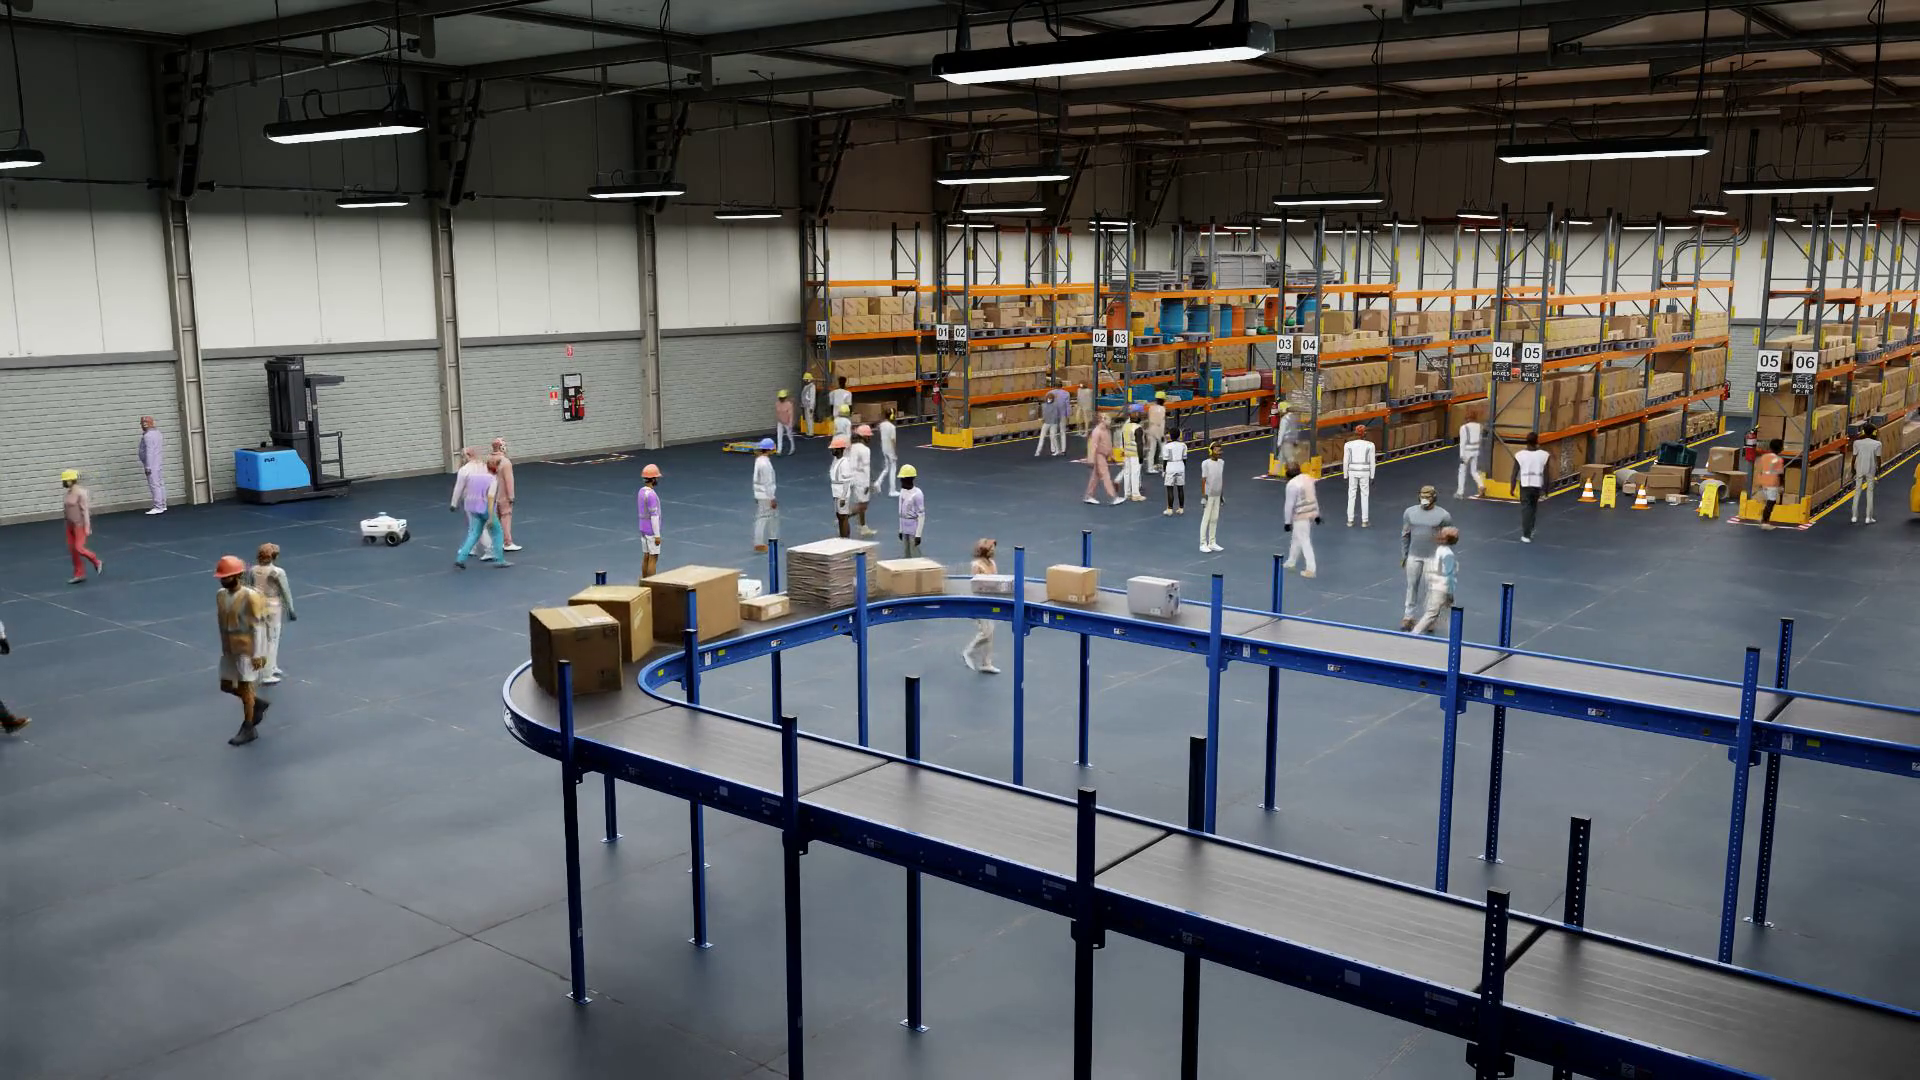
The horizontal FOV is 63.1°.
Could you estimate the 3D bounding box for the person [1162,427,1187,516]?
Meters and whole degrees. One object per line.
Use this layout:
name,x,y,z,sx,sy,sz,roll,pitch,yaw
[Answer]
person,4.124,-1.321,30.121,0.536,1.697,0.322,-4,11,-22

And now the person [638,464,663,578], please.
person,-4.473,-0.137,22.783,0.364,1.935,0.552,-6,12,-30

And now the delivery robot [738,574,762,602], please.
delivery robot,-3.002,0.720,21.704,0.477,0.478,0.707,2,10,9

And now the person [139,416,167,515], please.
person,-15.657,-1.454,30.289,0.401,1.904,0.648,-2,10,-10

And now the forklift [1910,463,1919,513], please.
forklift,19.034,-1.348,28.998,2.313,2.155,1.214,8,13,37

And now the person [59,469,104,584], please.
person,-13.404,-0.223,23.789,0.536,1.748,0.443,5,11,24

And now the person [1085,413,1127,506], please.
person,2.927,-1.615,31.339,0.986,1.846,0.666,4,11,22

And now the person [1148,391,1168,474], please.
person,4.670,-2.475,36.034,0.813,1.897,0.622,-5,11,-27

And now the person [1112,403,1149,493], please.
person,3.569,-1.925,32.923,0.880,1.916,0.623,-3,11,-18

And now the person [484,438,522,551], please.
person,-7.735,-0.774,26.443,0.642,1.913,0.408,7,12,35

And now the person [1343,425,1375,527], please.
person,7.353,-1.182,28.817,0.573,1.883,0.354,4,11,21

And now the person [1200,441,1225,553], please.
person,4.269,-0.731,26.347,0.518,1.860,0.323,-7,12,-36

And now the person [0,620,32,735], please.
person,-10.122,1.049,16.113,1.057,1.934,0.641,1,10,4

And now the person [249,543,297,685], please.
person,-7.983,0.846,18.156,0.529,1.620,0.590,5,11,27

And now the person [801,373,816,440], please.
person,-4.180,-3.698,43.149,0.403,1.829,0.605,-4,11,-22

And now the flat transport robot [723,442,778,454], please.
flat transport robot,-5.364,-2.375,40.186,1.431,0.197,0.652,8,13,37

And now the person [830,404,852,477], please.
person,-2.634,-2.168,34.814,0.491,1.719,0.578,6,12,31

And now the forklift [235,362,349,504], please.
forklift,-13.803,-2.244,32.110,1.129,2.768,1.873,8,13,37

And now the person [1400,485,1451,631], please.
person,6.146,0.231,20.707,0.627,1.941,0.374,5,11,28

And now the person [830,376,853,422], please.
person,-3.050,-3.219,40.080,0.625,1.950,0.486,3,11,18

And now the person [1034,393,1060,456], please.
person,2.223,-2.906,39.306,0.498,1.599,0.630,7,12,34

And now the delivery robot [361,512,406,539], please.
delivery robot,-9.976,-0.234,27.076,0.707,0.478,0.477,0,10,2

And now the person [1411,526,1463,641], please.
person,5.987,0.613,19.511,0.840,1.603,0.532,2,10,10

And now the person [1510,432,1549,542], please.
person,9.961,-0.949,27.459,0.621,1.893,0.789,1,10,4

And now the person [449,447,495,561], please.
person,-7.966,-0.600,25.645,0.957,1.852,0.633,4,11,22

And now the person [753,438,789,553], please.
person,-3.146,-0.750,26.254,0.768,1.922,0.653,-3,11,-17

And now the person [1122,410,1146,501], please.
person,3.572,-1.737,32.058,0.430,1.845,0.621,-5,11,-25

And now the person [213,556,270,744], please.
person,-7.300,1.090,15.935,0.545,1.924,0.547,4,11,20

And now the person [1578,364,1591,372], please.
person,20.336,-5.072,50.926,0.592,1.806,0.741,-6,12,-31

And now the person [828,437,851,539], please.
person,-2.031,-0.769,26.337,0.363,1.939,0.542,-3,11,-19

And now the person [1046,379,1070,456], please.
person,2.466,-3.098,39.447,0.627,1.940,0.372,0,10,-2

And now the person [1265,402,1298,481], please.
person,7.210,-2.200,34.866,0.944,1.759,0.633,6,12,31

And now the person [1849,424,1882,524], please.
person,16.934,-1.249,29.249,0.521,1.865,0.328,9,13,40

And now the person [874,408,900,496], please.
person,-1.488,-1.823,32.493,0.529,1.855,0.554,-8,13,-38

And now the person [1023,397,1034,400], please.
person,2.041,-4.360,46.551,0.355,1.939,0.543,-5,11,-28

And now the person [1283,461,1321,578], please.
person,5.253,-0.336,24.375,0.877,1.783,0.655,8,13,39

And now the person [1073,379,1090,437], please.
person,3.374,-3.672,43.561,0.583,1.610,0.532,-8,13,-40

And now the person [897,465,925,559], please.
person,-0.733,-0.147,22.864,0.385,1.928,0.589,-6,12,-29

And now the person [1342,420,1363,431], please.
person,11.377,-4.131,45.091,0.795,2.000,0.694,-7,12,-33

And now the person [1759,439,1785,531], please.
person,14.781,-1.004,28.384,0.520,1.676,0.549,-1,10,-6

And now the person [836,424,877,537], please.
person,-1.832,-1.035,27.627,0.743,2.024,0.615,-6,11,-28

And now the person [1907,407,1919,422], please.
person,25.928,-3.601,42.334,1.094,1.929,0.644,8,13,38

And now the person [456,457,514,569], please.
person,-7.586,-0.414,24.787,0.861,1.793,0.576,-9,14,-42

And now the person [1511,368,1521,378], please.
person,15.143,-3.704,42.692,0.380,1.996,0.608,-2,10,-12

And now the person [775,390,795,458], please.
person,-4.371,-2.915,39.127,0.526,1.684,0.985,4,11,20

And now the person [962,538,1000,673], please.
person,0.291,0.779,18.483,0.388,1.624,0.540,5,11,26

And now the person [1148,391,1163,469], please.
person,4.636,-2.598,36.916,0.331,1.839,0.502,7,12,35

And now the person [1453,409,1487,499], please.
person,10.517,-1.758,32.107,0.609,1.869,0.676,-4,11,-19
